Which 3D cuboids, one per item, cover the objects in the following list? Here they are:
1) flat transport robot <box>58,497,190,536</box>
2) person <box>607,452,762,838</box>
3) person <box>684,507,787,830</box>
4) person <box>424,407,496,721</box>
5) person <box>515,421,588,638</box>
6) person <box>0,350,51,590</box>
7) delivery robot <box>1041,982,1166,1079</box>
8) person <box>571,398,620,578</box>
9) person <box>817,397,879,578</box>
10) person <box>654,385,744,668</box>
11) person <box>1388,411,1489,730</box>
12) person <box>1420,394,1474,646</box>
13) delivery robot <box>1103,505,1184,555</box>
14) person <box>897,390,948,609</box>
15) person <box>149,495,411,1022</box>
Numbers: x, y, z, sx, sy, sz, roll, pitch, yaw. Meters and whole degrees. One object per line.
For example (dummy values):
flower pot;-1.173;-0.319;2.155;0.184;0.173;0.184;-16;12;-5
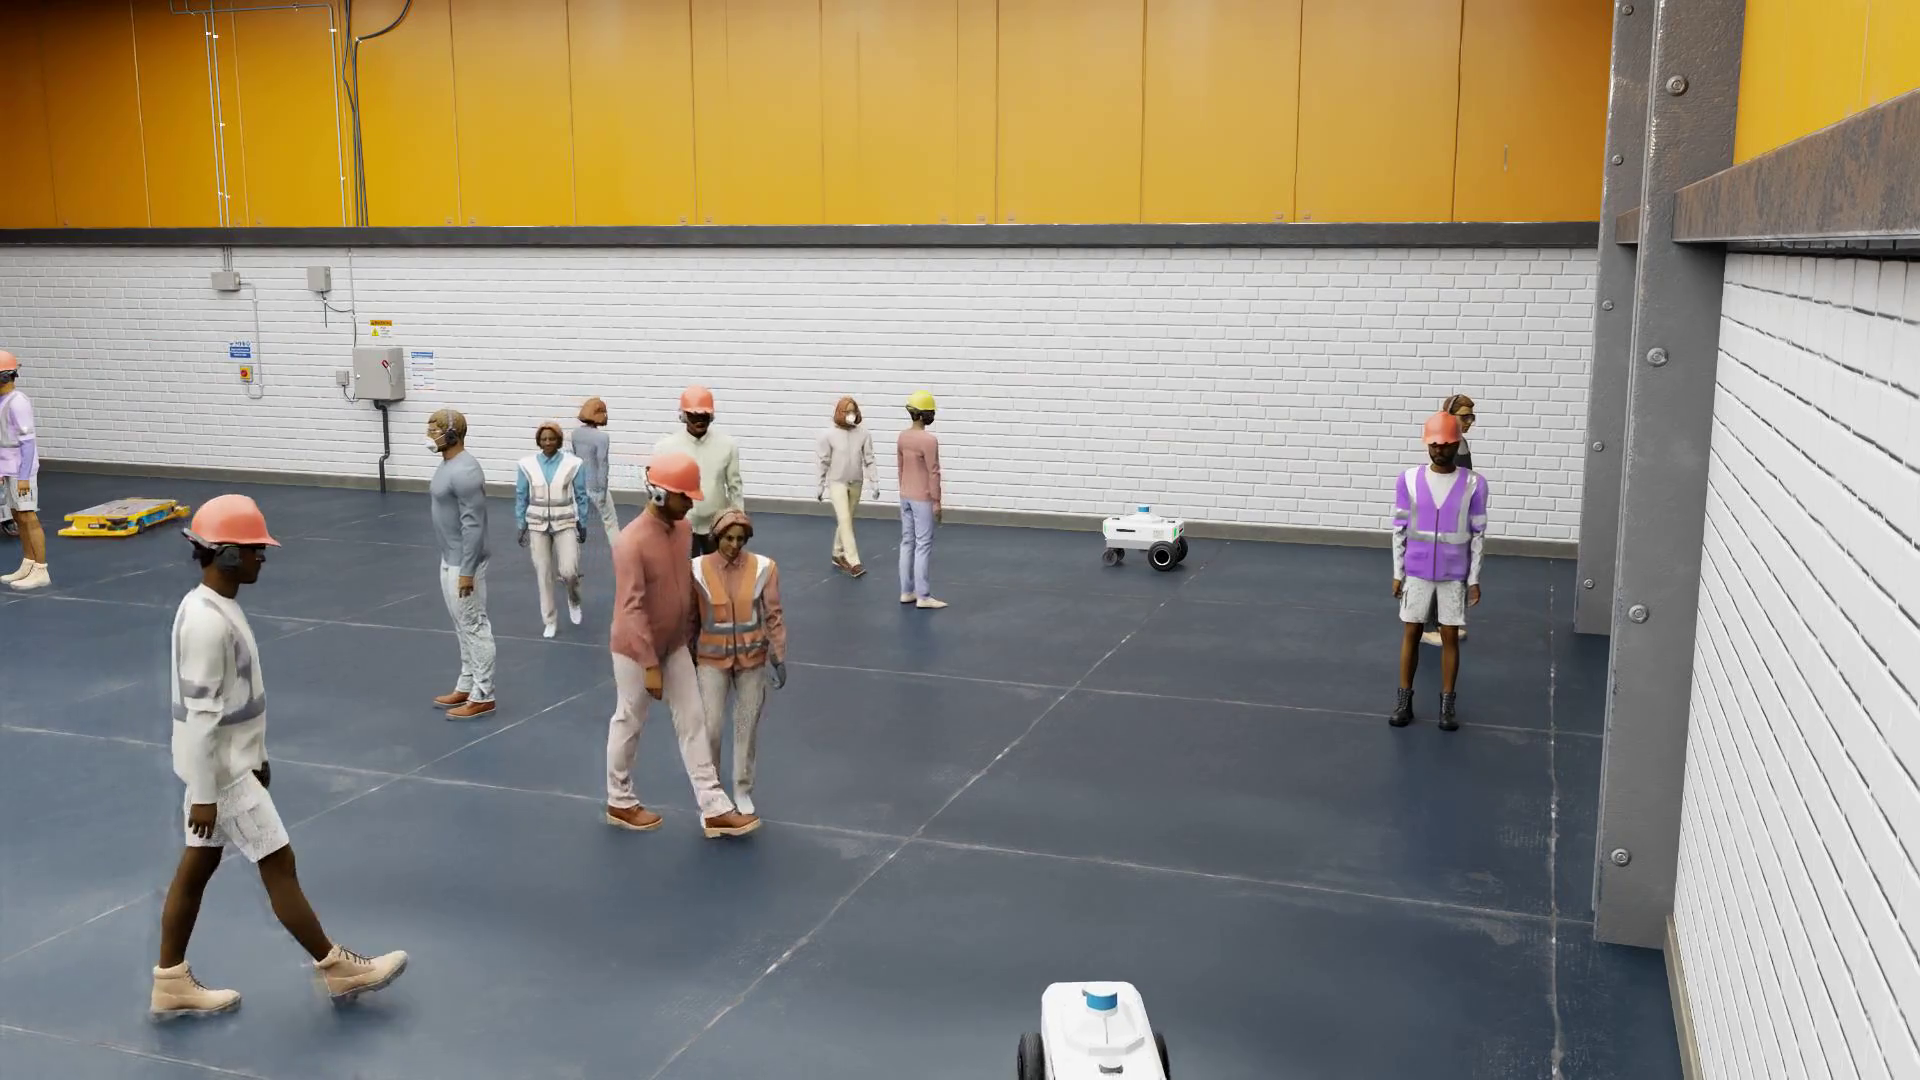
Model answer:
flat transport robot;-8.629;-0.249;17.203;0.652;0.197;1.431;0;10;1
person;-1.404;0.533;8.119;0.956;1.925;0.624;5;11;26
person;-1.138;0.640;8.396;0.517;1.618;0.539;-3;10;-15
person;-3.088;0.144;10.297;0.374;1.939;0.628;-5;11;-26
person;-3.050;-0.082;12.446;0.527;1.630;0.394;-1;10;-6
person;-8.075;-0.596;14.171;0.393;2.041;0.613;-9;13;-41
delivery robot;0.454;1.667;5.350;0.477;0.478;0.707;0;10;-2
person;-3.222;-0.464;14.698;0.512;1.584;0.853;7;12;35
person;-0.993;-0.480;14.811;0.517;1.580;0.897;-6;12;-29
person;-1.825;-0.106;11.586;0.631;1.976;0.561;-3;11;-17
person;2.882;0.189;10.045;0.547;1.939;0.376;4;11;21
person;3.583;-0.152;12.230;0.324;1.842;0.514;8;13;38
delivery robot;1.670;-0.076;15.169;0.707;0.478;0.477;3;11;19
person;-0.315;-0.328;13.442;0.330;1.768;0.526;-7;12;-33
person;-2.639;0.825;6.295;1.014;1.992;0.613;-4;11;-23
